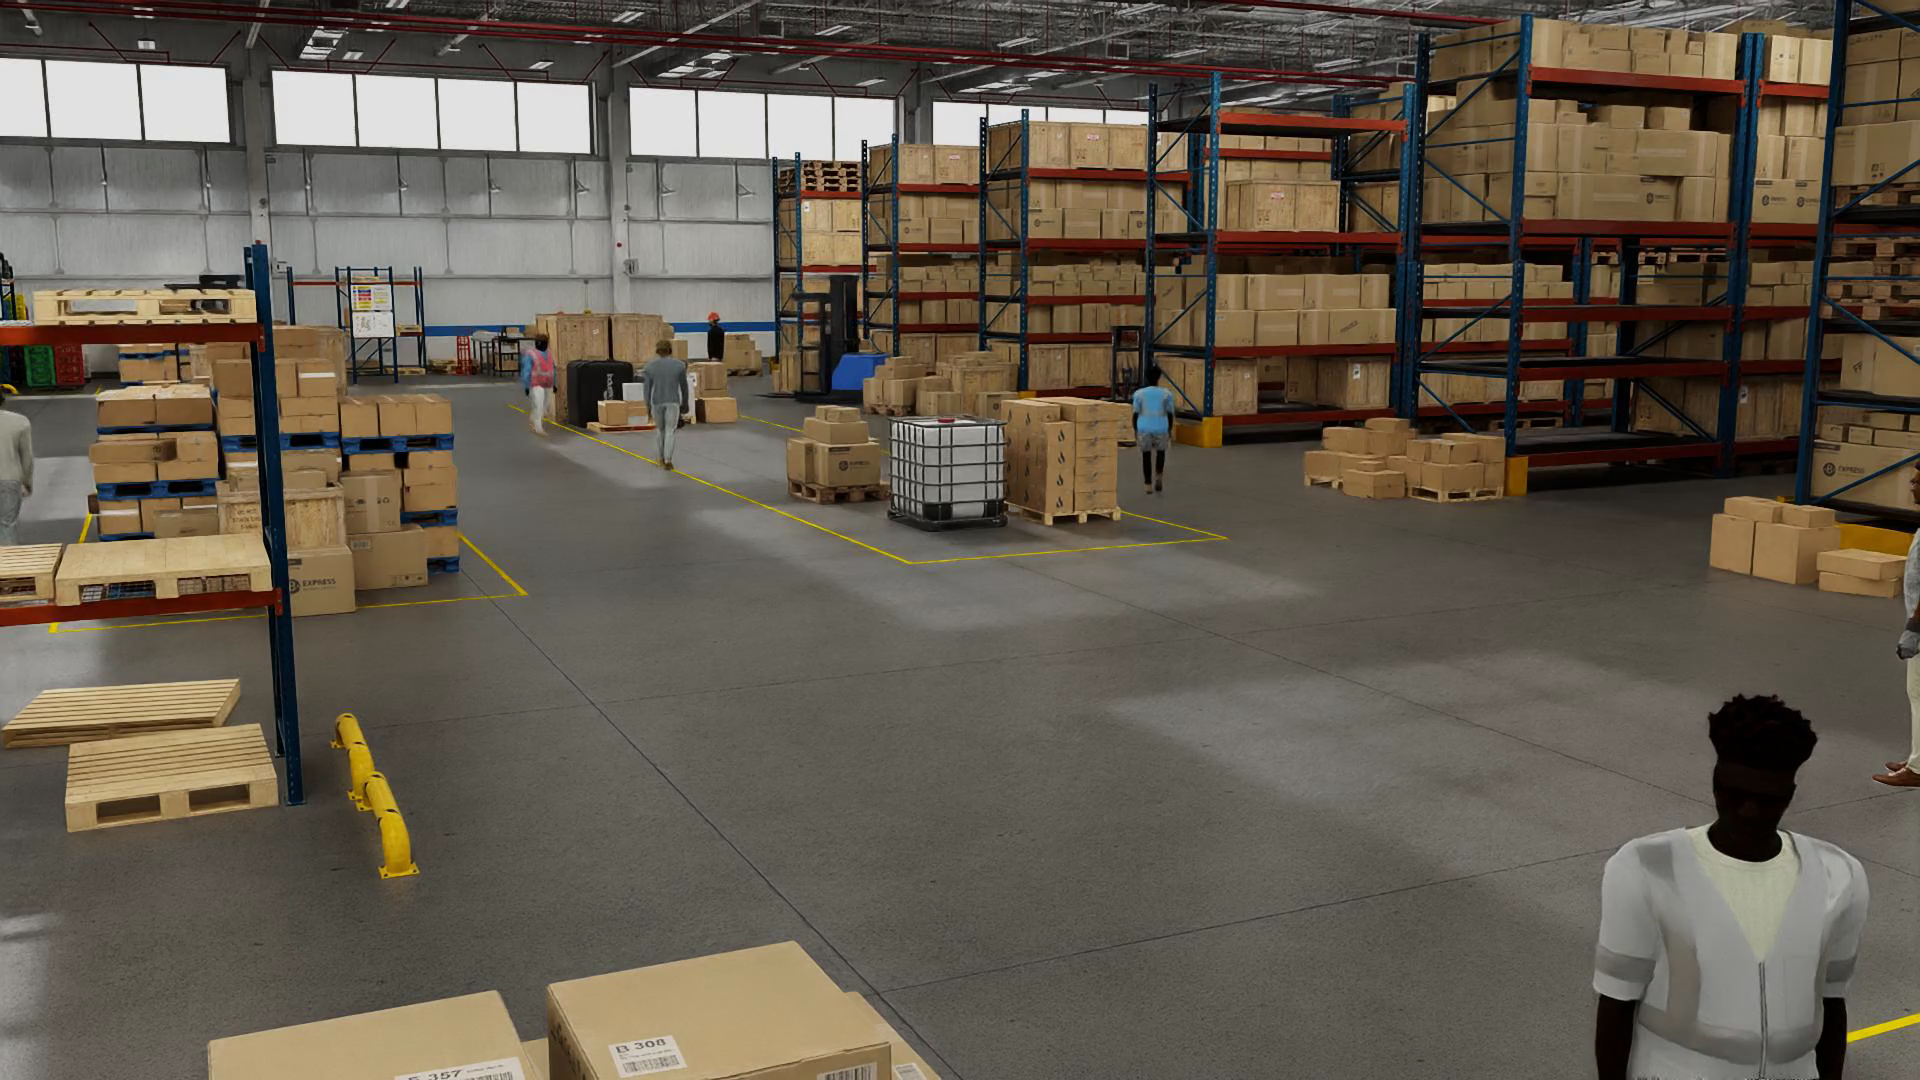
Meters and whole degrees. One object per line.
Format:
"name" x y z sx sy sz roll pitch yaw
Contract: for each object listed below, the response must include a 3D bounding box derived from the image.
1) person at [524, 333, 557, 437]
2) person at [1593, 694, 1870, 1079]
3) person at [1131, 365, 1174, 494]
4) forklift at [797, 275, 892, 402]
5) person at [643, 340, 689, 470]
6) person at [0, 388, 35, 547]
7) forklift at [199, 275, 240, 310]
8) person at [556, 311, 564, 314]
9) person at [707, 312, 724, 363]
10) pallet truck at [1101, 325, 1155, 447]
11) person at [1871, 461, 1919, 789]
"person" -7.417 -2.730 29.278 0.568 1.831 0.663 6 11 33
"person" 1.760 1.302 3.846 0.609 1.963 0.369 0 9 0
"person" 2.506 -1.441 21.706 0.553 1.680 0.402 1 9 3
"forklift" -2.524 -4.459 36.754 1.873 2.768 1.129 3 10 20
"person" -4.334 -2.005 24.618 0.640 1.884 1.029 0 9 0
"person" -8.900 -0.520 15.394 0.636 1.881 1.054 -5 10 -29
"forklift" -16.452 -4.524 37.156 1.129 2.768 1.873 5 10 26
"person" -9.650 -4.556 40.258 0.344 1.942 0.551 0 9 -1
"person" -5.517 -4.125 37.416 0.387 1.992 0.624 3 10 20
"pallet truck" 2.881 -2.596 27.923 0.823 1.965 1.885 -1 9 -7
"person" 5.406 0.464 9.333 0.328 1.872 0.511 9 13 43
